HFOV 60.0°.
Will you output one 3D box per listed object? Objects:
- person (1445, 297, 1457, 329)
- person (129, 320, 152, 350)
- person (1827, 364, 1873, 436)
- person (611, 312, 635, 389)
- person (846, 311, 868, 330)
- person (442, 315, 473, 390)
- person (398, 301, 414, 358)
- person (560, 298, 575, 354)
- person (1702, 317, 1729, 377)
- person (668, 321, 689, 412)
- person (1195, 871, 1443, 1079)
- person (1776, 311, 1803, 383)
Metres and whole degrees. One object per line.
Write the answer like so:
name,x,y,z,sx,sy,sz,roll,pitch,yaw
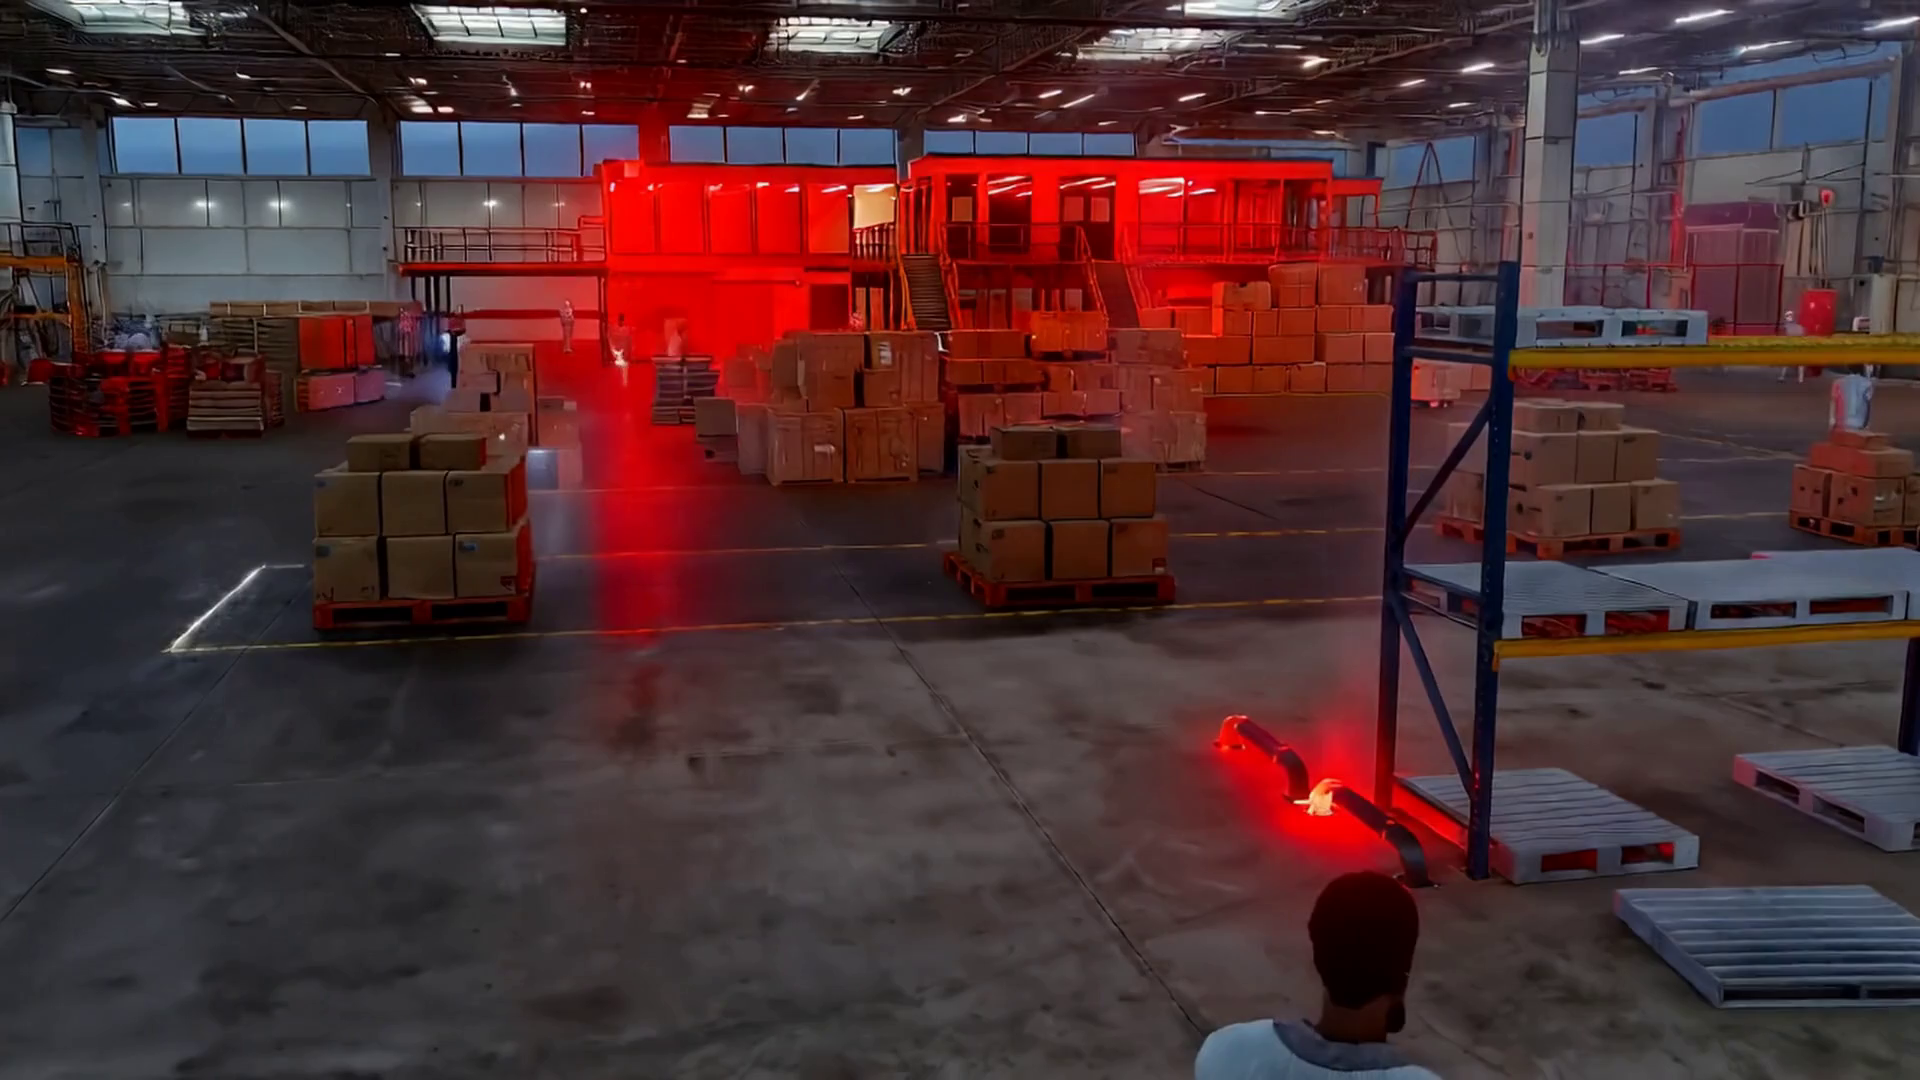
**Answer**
person,18.095,-8.000,61.338,0.594,1.914,0.960,-2,9,-9
person,-19.257,-4.291,39.182,0.552,1.750,0.365,0,9,1
person,11.836,-1.548,22.132,0.521,1.873,0.334,5,11,30
person,-8.408,-4.725,41.433,0.542,1.902,0.925,-5,10,-26
person,-2.391,-4.274,38.302,0.618,2.024,0.819,-5,11,-30
person,-10.331,-3.645,34.393,0.688,2.000,0.536,1,9,8
person,-18.395,-6.970,55.129,0.572,1.887,0.356,8,13,42
person,-13.676,-7.460,57.994,0.382,1.928,0.587,7,12,38
person,20.855,-5.315,45.759,0.542,1.651,0.883,-5,11,-29
person,-5.819,-3.573,34.365,0.444,1.915,0.636,-2,9,-11
person,0.695,1.556,3.111,0.584,1.908,0.388,7,12,37
person,21.726,-5.032,43.430,0.677,1.859,0.963,-3,10,-20
